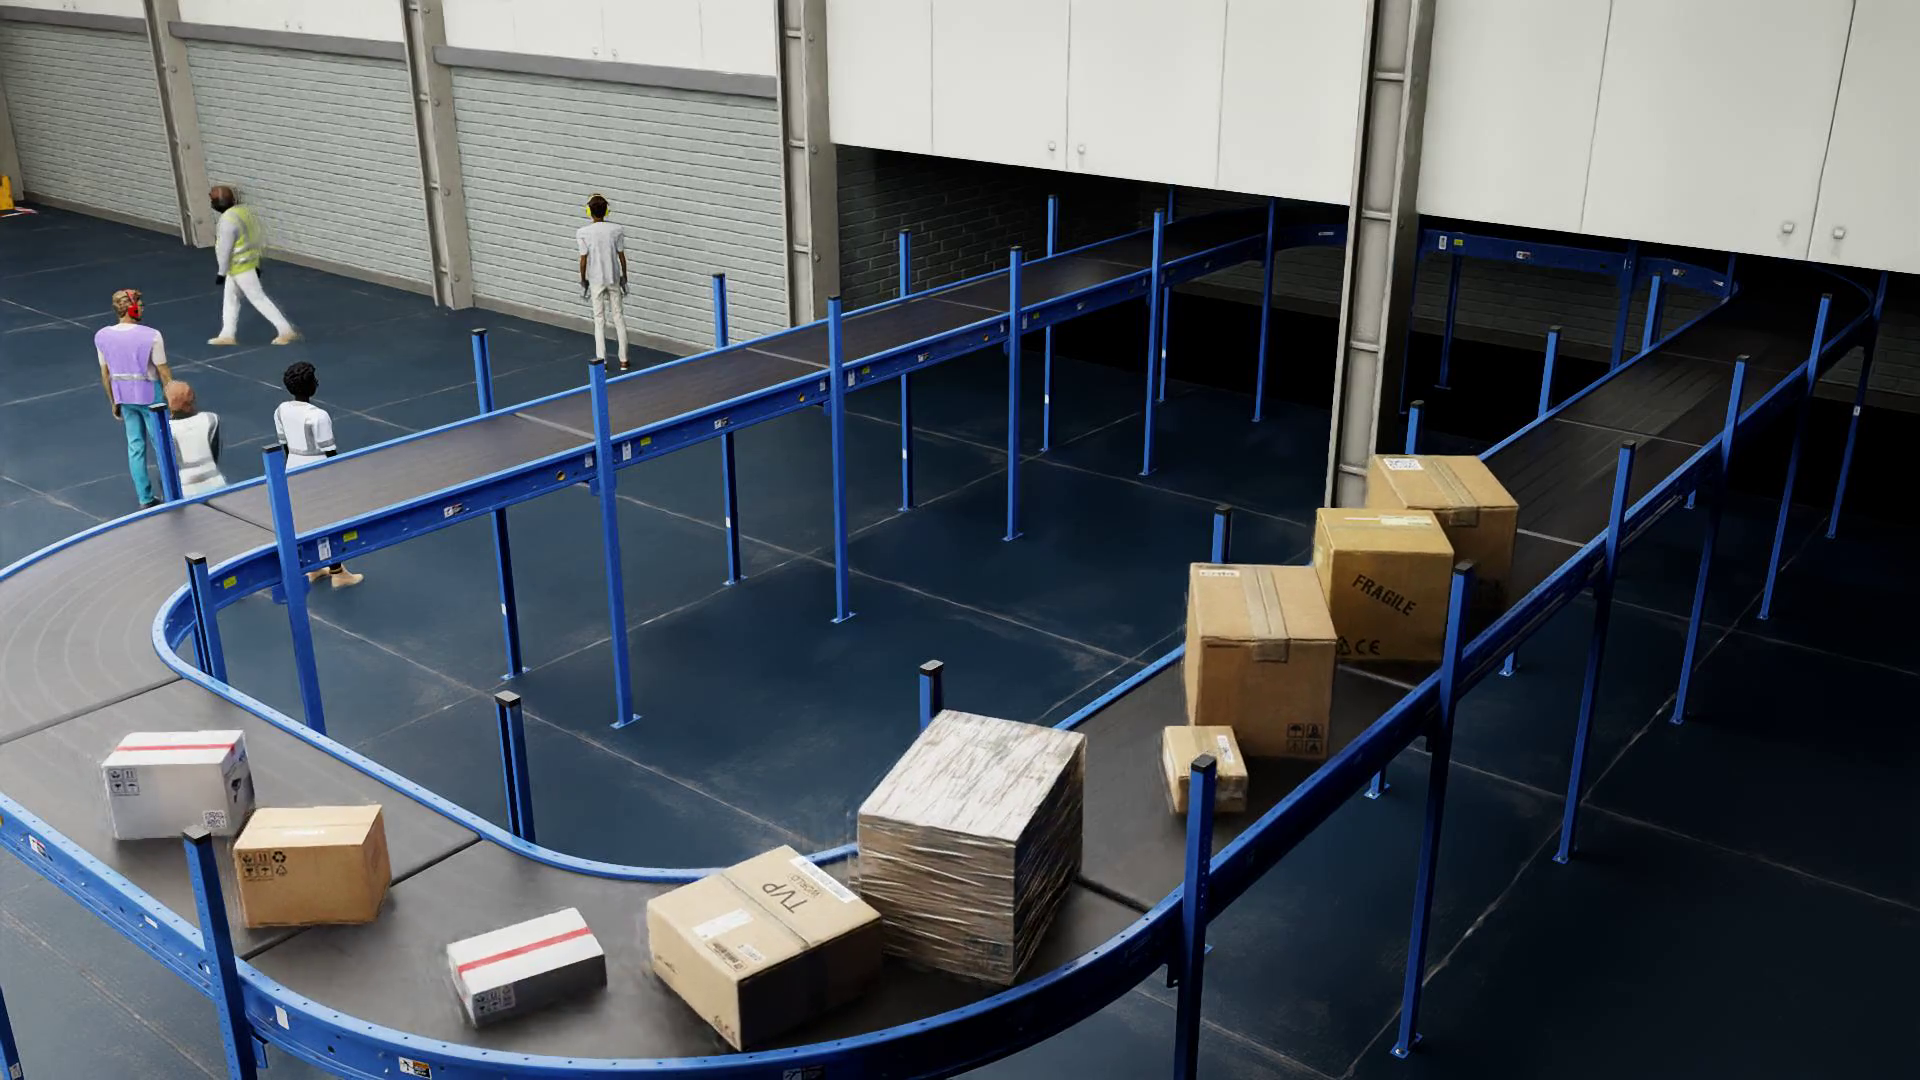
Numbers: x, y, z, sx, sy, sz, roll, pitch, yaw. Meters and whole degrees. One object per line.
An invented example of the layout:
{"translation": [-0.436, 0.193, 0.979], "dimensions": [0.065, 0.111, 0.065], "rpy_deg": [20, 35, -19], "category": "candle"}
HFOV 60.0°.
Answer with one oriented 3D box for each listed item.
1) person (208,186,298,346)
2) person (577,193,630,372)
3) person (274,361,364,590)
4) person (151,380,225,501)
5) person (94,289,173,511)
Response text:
{"translation": [-7.939, -3.033, 18.454], "dimensions": [0.952, 1.799, 0.615], "rpy_deg": [-7, 22, -16], "category": "person"}
{"translation": [-3.745, -2.700, 17.498], "dimensions": [0.512, 1.873, 0.329], "rpy_deg": [-8, 23, -20], "category": "person"}
{"translation": [-4.669, -0.462, 12.046], "dimensions": [0.535, 1.697, 0.318], "rpy_deg": [11, 24, 26], "category": "person"}
{"translation": [-5.520, -0.372, 11.964], "dimensions": [0.884, 1.585, 0.503], "rpy_deg": [20, 29, 40], "category": "person"}
{"translation": [-6.644, -1.112, 13.505], "dimensions": [0.563, 1.839, 0.393], "rpy_deg": [2, 22, 5], "category": "person"}
